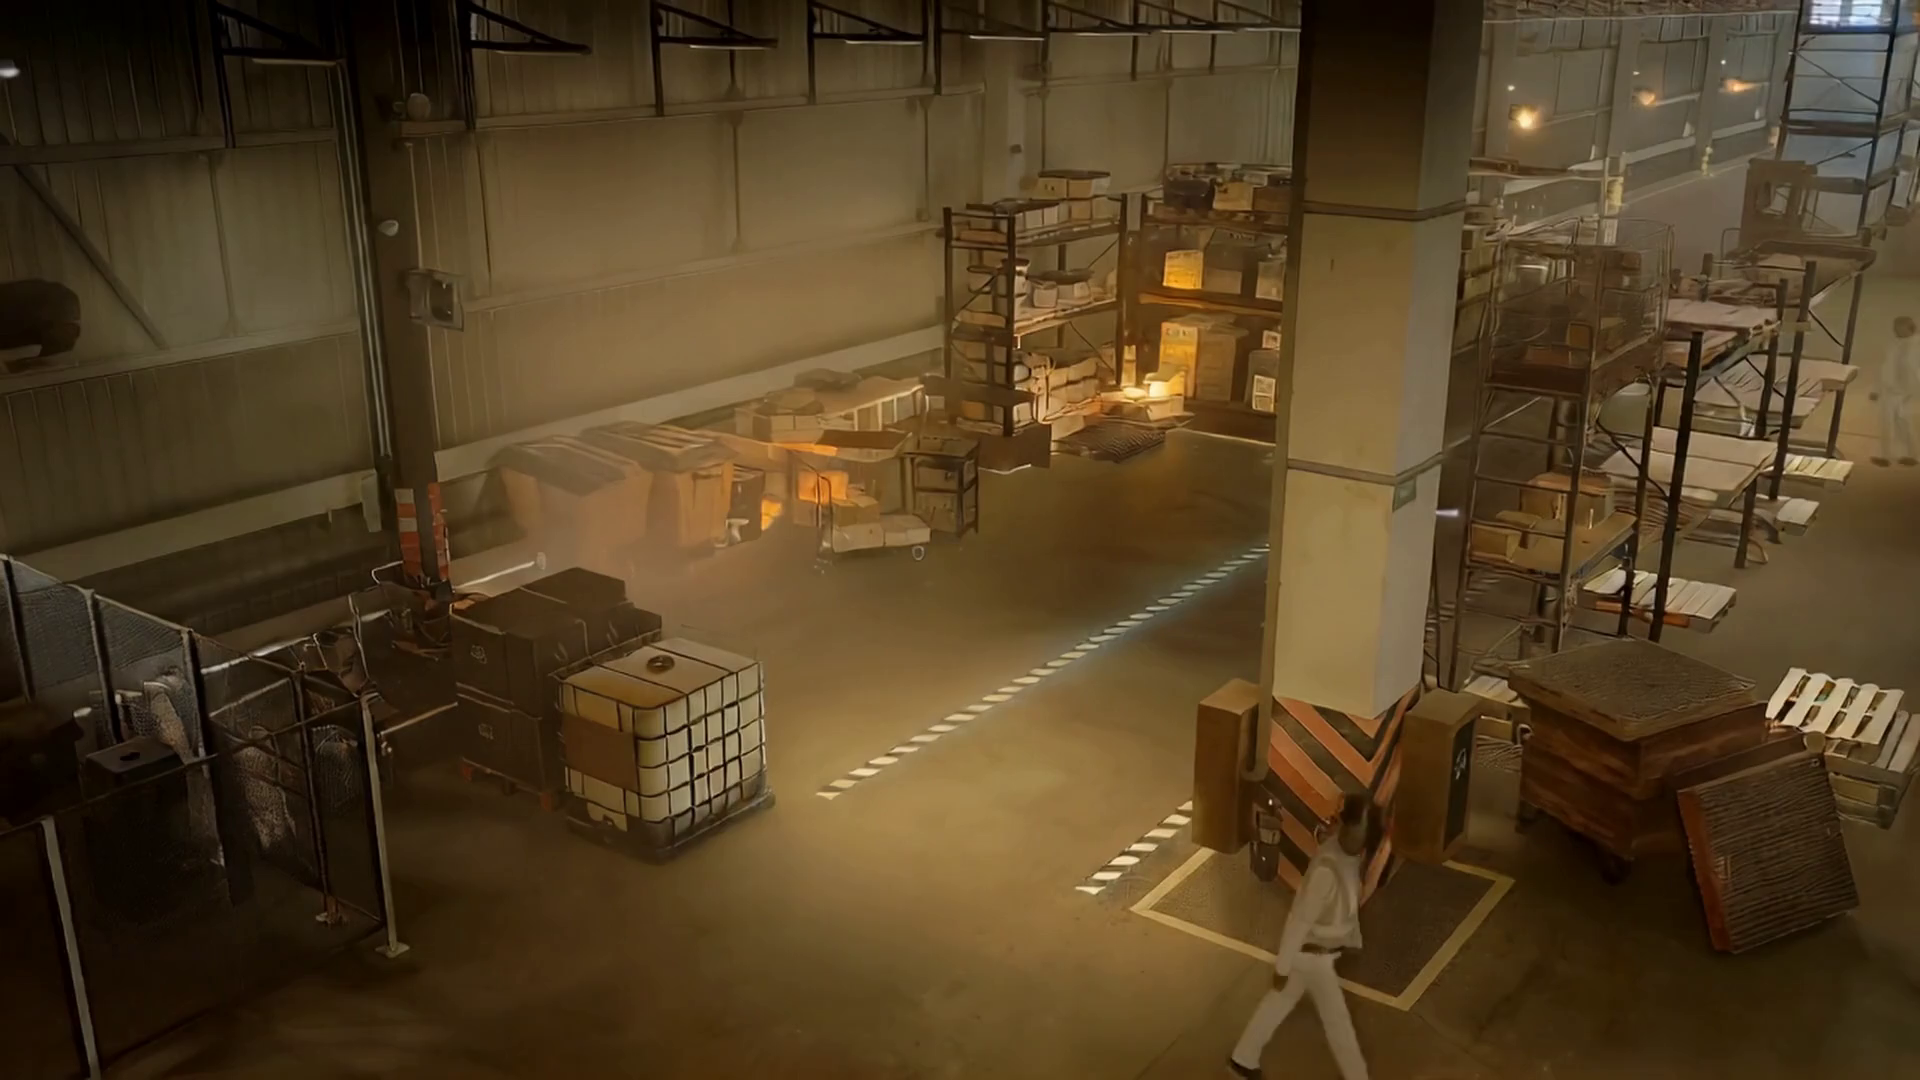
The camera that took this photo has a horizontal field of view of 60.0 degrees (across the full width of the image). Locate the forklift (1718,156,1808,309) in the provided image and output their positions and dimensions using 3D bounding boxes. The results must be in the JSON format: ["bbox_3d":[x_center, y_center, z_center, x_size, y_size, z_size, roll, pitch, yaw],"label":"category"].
[{"bbox_3d":[15.254,-5.803,31.380,1.129,2.768,1.873,13,22,34],"label":"forklift"}]

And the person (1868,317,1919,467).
[{"bbox_3d":[11.723,-1.824,20.767,0.672,1.901,0.515,-9,20,-25],"label":"person"}]

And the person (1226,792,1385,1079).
[{"bbox_3d":[1.919,2.154,8.721,1.044,1.805,0.586,7,19,20],"label":"person"}]
